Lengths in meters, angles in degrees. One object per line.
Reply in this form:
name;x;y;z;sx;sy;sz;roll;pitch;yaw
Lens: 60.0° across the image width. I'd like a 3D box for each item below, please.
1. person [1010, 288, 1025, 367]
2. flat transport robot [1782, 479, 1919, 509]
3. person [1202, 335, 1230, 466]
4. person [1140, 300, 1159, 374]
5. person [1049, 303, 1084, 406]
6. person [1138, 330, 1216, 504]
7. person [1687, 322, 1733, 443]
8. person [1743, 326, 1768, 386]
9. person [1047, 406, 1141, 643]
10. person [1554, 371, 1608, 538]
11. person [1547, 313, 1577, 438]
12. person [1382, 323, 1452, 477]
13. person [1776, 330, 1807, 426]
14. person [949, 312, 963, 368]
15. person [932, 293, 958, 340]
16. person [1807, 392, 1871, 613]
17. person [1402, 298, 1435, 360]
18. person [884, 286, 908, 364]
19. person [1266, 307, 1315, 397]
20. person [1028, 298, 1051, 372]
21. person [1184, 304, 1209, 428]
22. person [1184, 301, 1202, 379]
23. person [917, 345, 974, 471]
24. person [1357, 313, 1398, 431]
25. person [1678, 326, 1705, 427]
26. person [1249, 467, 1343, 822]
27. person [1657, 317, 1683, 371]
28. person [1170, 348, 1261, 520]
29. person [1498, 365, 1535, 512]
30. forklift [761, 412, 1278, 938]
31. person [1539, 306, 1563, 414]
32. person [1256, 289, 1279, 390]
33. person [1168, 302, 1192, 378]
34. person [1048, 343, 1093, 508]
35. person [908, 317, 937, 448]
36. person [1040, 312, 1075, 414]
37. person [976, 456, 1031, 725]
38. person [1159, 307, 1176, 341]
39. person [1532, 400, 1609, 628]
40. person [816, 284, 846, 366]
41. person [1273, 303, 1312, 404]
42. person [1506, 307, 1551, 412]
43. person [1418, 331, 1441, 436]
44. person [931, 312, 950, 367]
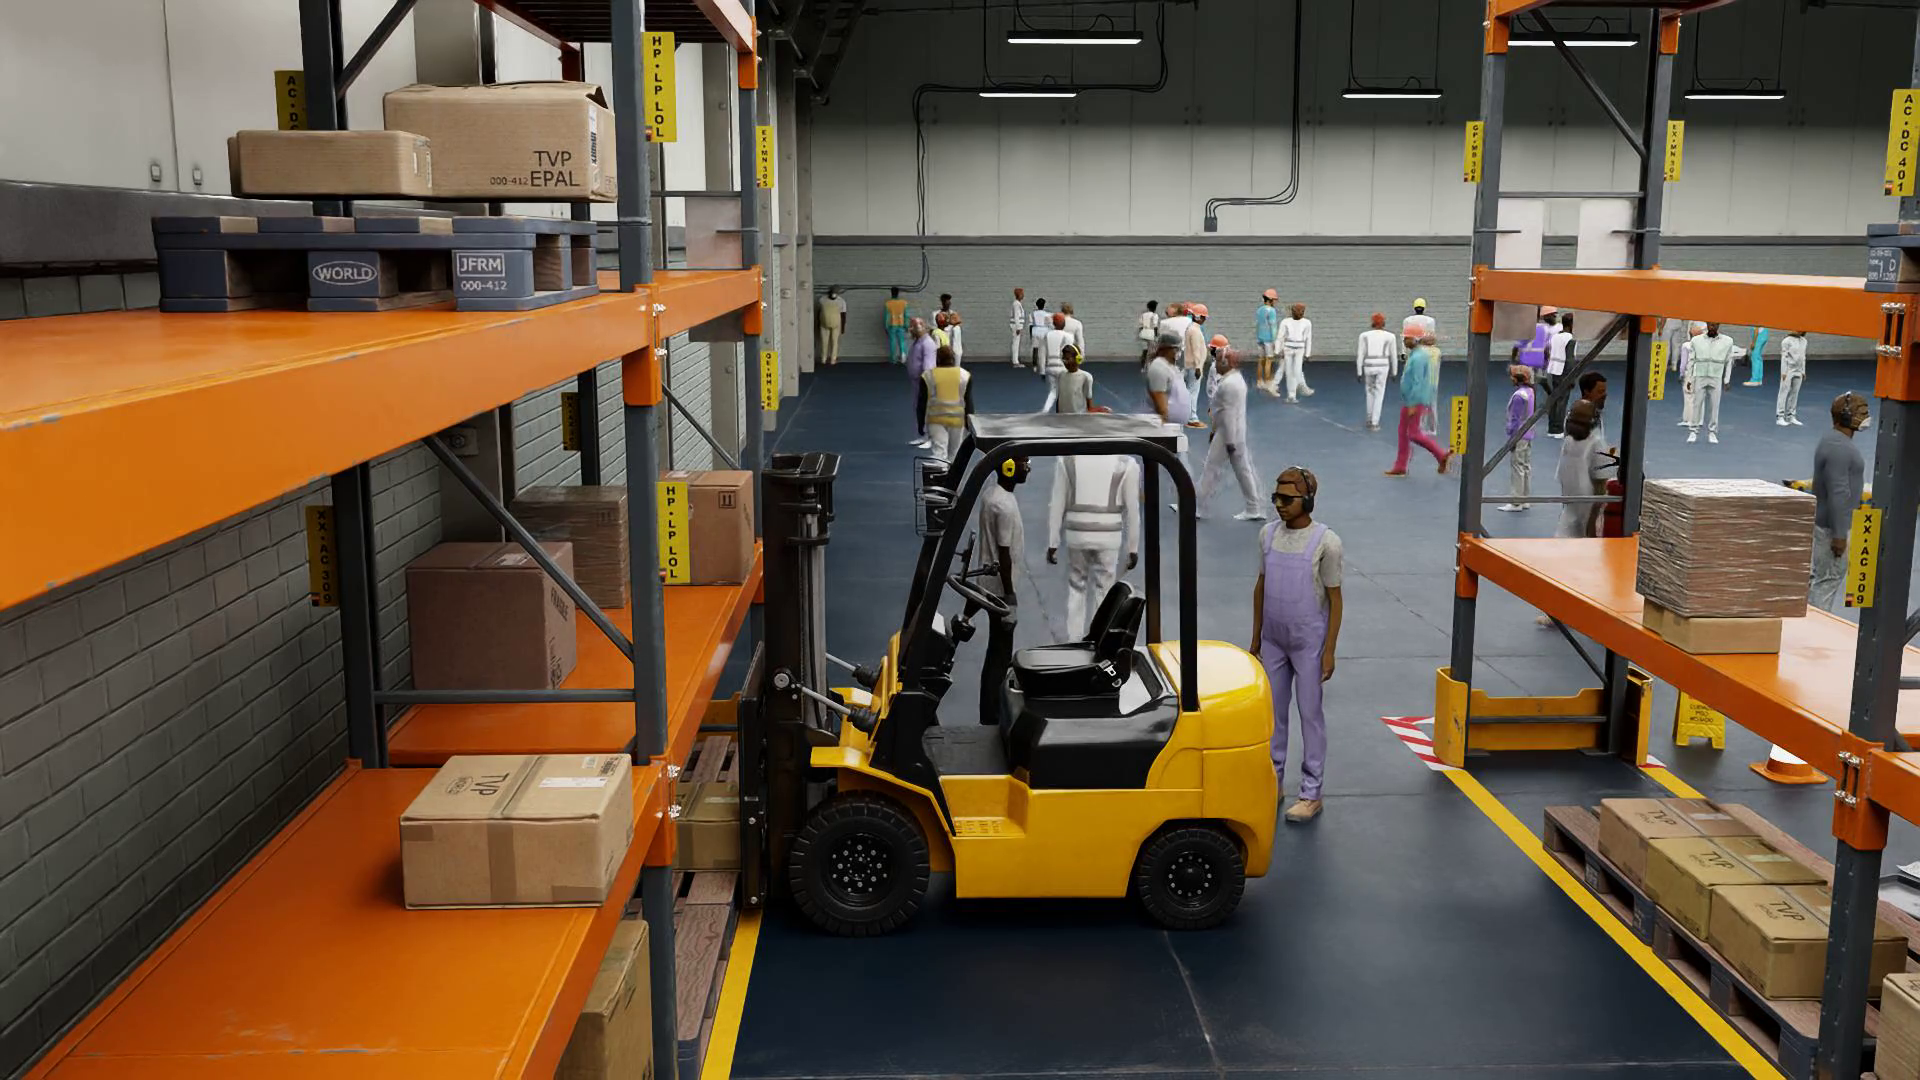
person;1.375;-5.061;39.692;0.358;1.883;0.572;0;10;3
flat transport robot;10.127;-0.523;18.902;0.652;0.197;1.431;-4;11;-22
person;3.437;-1.859;22.206;0.322;1.755;0.565;4;11;22
person;4.297;-4.580;37.565;0.432;1.671;0.548;-8;13;-39
person;1.946;-3.376;30.301;0.645;1.884;1.049;5;11;25
person;2.413;-1.396;18.836;0.935;2.000;0.693;5;11;24
person;11.149;-2.399;24.767;0.596;1.916;0.372;4;11;21
person;16.579;-4.115;34.571;0.355;1.836;0.515;8;13;39
person;0.918;0.021;11.397;0.634;1.873;0.484;2;10;12
person;5.223;-0.472;14.032;0.373;1.917;0.595;7;12;34
person;9.197;-2.509;25.407;0.397;1.911;0.587;-1;10;-7
person;5.804;-1.756;21.030;0.765;1.977;0.623;1;10;5
person;13.610;-2.736;27.145;0.485;1.739;0.304;-4;11;-20
person;-0.083;-3.590;32.218;0.296;1.626;0.513;0;10;1
person;-0.326;-4.214;34.894;0.613;1.921;1.049;-7;12;-34
person;6.212;-0.081;11.796;0.373;1.940;0.630;4;11;22
person;8.622;-3.581;31.330;0.593;1.922;0.380;2;10;9
person;-1.558;-5.241;40.625;0.614;1.907;0.614;-3;11;-16
person;6.383;-3.625;32.016;0.953;1.776;0.569;-1;10;-3
person;1.838;-4.682;38.100;0.537;1.695;0.320;2;10;12
person;3.799;-2.793;26.768;0.387;1.988;0.608;0;10;0
person;4.997;-4.295;35.887;0.558;1.715;0.769;-10;14;-43
person;-0.179;-1.371;19.398;0.646;1.793;0.954;-1;10;-6
person;6.682;-2.689;26.557;0.595;1.849;0.892;5;11;25
person;11.898;-2.652;26.959;0.520;1.636;0.312;-2;10;-10
person;1.727;0.533;8.635;0.329;1.844;0.517;-10;14;-43
person;16.444;-4.947;38.618;0.688;2.000;0.539;-5;11;-26
person;2.795;-1.126;17.847;0.997;1.860;0.661;4;11;22
person;6.220;-1.127;18.488;0.311;1.632;0.514;7;12;33
forklift;0.291;0.548;7.580;2.313;2.155;1.214;0;10;-2
person;10.252;-3.080;28.594;0.490;1.912;0.689;-3;11;-18
person;6.214;-4.034;33.543;0.381;2.039;0.606;-4;11;-22
person;4.232;-3.662;32.048;0.577;1.830;0.582;9;13;40
person;1.246;-1.264;18.596;0.520;1.865;0.328;9;13;40
person;-0.535;-2.277;24.148;0.418;1.896;0.764;-4;11;-20
person;1.561;-2.691;26.529;0.582;1.869;0.482;7;12;35
person;0.264;0.313;9.837;0.329;1.861;0.504;-1;10;-8
person;4.402;-4.056;34.798;0.519;1.632;0.312;-3;11;-17
person;4.746;-0.182;12.730;0.808;1.797;0.526;-4;11;-22
person;-3.117;-5.247;40.289;0.713;2.000;0.831;-1;10;-6
person;6.169;-3.470;30.905;0.688;1.858;0.584;2;10;9
person;9.497;-2.964;27.882;0.624;1.927;0.783;-4;11;-20
person;7.175;-2.395;25.543;0.520;1.632;0.313;-7;13;-36
person;-0.330;-2.828;27.349;0.377;1.847;0.570;1;10;7
